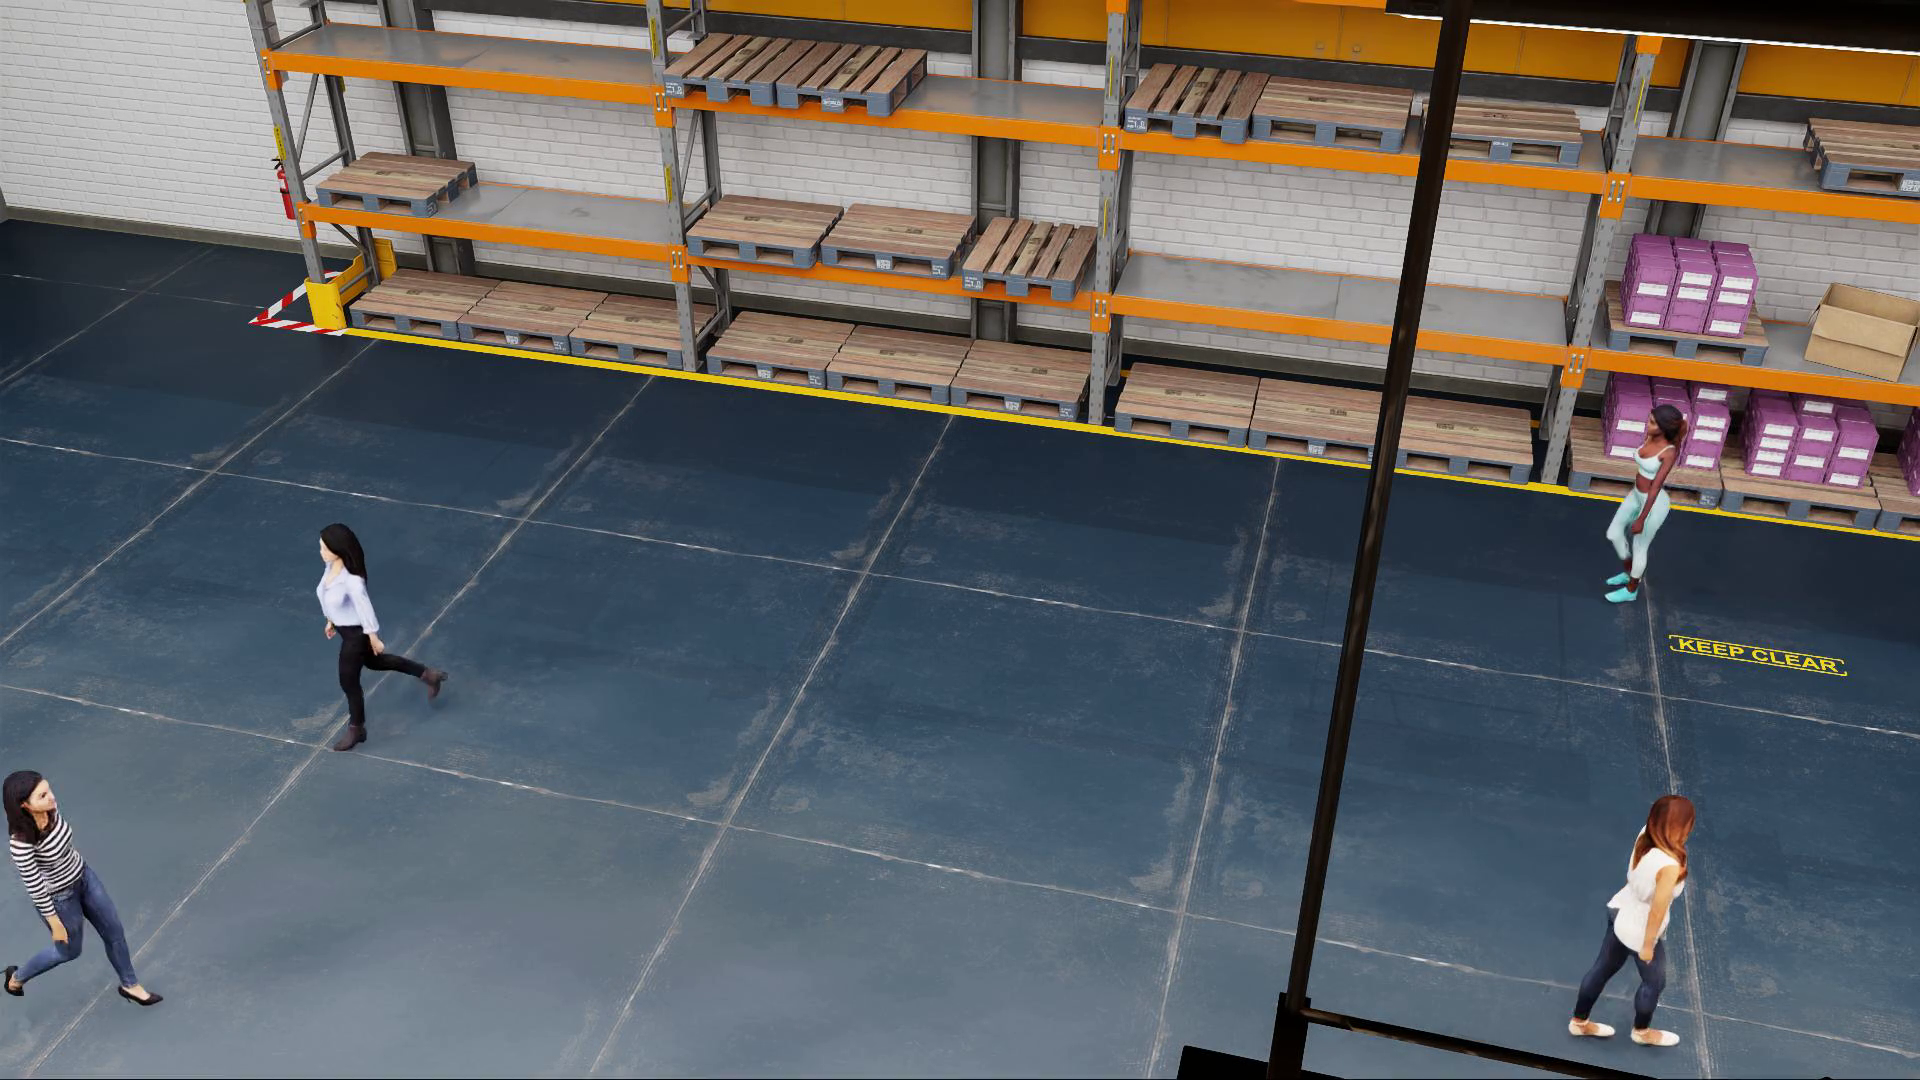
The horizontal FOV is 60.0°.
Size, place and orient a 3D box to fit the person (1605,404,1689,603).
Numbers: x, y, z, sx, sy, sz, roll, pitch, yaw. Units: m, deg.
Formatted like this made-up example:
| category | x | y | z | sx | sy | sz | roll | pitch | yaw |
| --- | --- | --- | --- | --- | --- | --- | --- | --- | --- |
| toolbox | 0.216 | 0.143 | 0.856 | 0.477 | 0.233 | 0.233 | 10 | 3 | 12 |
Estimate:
| category | x | y | z | sx | sy | sz | roll | pitch | yaw |
| --- | --- | --- | --- | --- | --- | --- | --- | --- | --- |
| person | 5.235 | -0.248 | 12.498 | 0.674 | 1.714 | 0.646 | -3 | 34 | -5 |

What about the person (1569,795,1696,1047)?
| category | x | y | z | sx | sy | sz | roll | pitch | yaw |
| --- | --- | --- | --- | --- | --- | --- | --- | --- | --- |
| person | 3.556 | 2.070 | 8.961 | 0.889 | 1.769 | 0.742 | 0 | 34 | 0 |

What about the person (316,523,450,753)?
| category | x | y | z | sx | sy | sz | roll | pitch | yaw |
| --- | --- | --- | --- | --- | --- | --- | --- | --- | --- |
| person | -3.969 | 0.602 | 11.218 | 1.129 | 1.715 | 1.120 | -21 | 39 | -29 |

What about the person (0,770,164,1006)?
| category | x | y | z | sx | sy | sz | roll | pitch | yaw |
| --- | --- | --- | --- | --- | --- | --- | --- | --- | --- |
| person | -4.979 | 1.976 | 9.098 | 1.114 | 1.773 | 0.808 | -2 | 34 | -2 |
